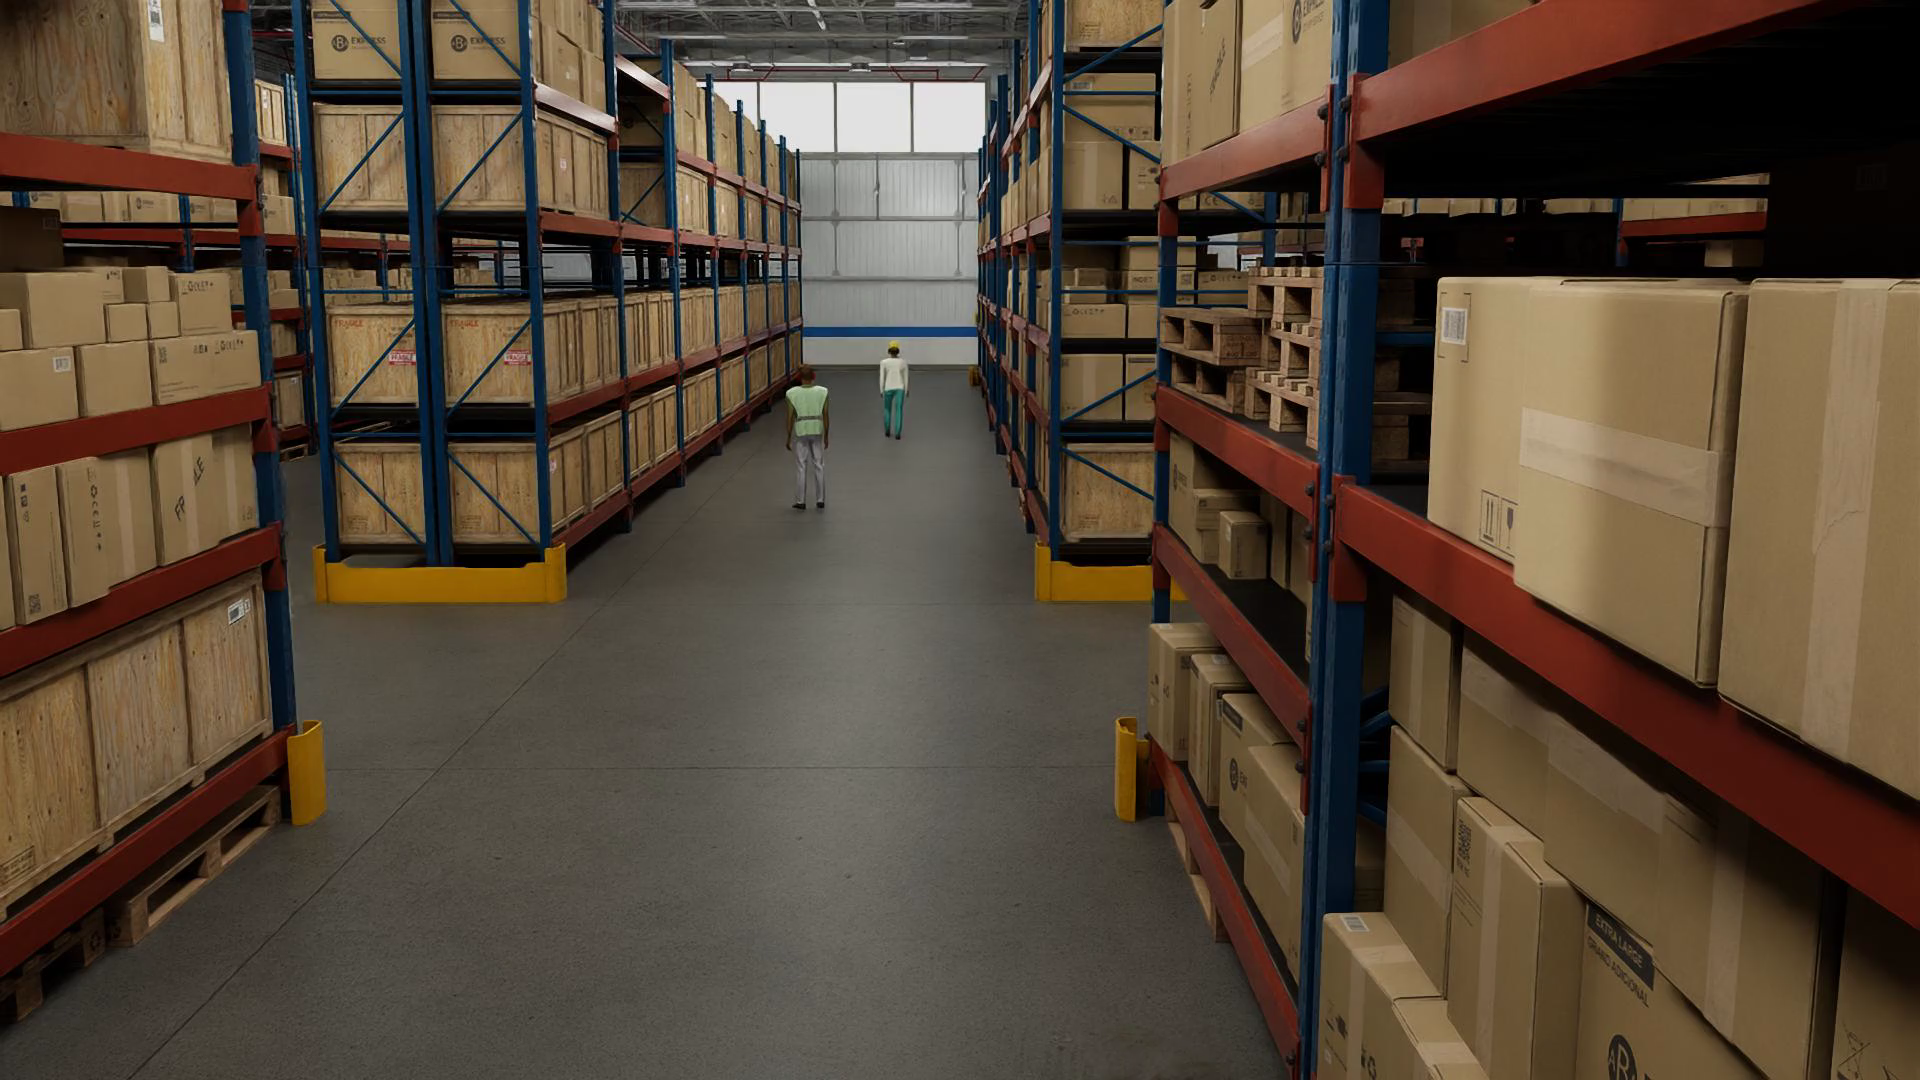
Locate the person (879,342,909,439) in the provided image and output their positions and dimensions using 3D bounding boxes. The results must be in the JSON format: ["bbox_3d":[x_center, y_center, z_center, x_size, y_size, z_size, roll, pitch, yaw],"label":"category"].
[{"bbox_3d":[-1.183,-2.690,29.879,0.538,1.729,0.871,-1,9,-5],"label":"person"}]

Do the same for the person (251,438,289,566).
[{"bbox_3d":[-6.117,-0.102,14.464,0.867,1.564,0.534,7,11,35],"label":"person"}]

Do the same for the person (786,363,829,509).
[{"bbox_3d":[-1.923,-1.306,21.030,0.564,1.846,0.390,-4,10,-21],"label":"person"}]
